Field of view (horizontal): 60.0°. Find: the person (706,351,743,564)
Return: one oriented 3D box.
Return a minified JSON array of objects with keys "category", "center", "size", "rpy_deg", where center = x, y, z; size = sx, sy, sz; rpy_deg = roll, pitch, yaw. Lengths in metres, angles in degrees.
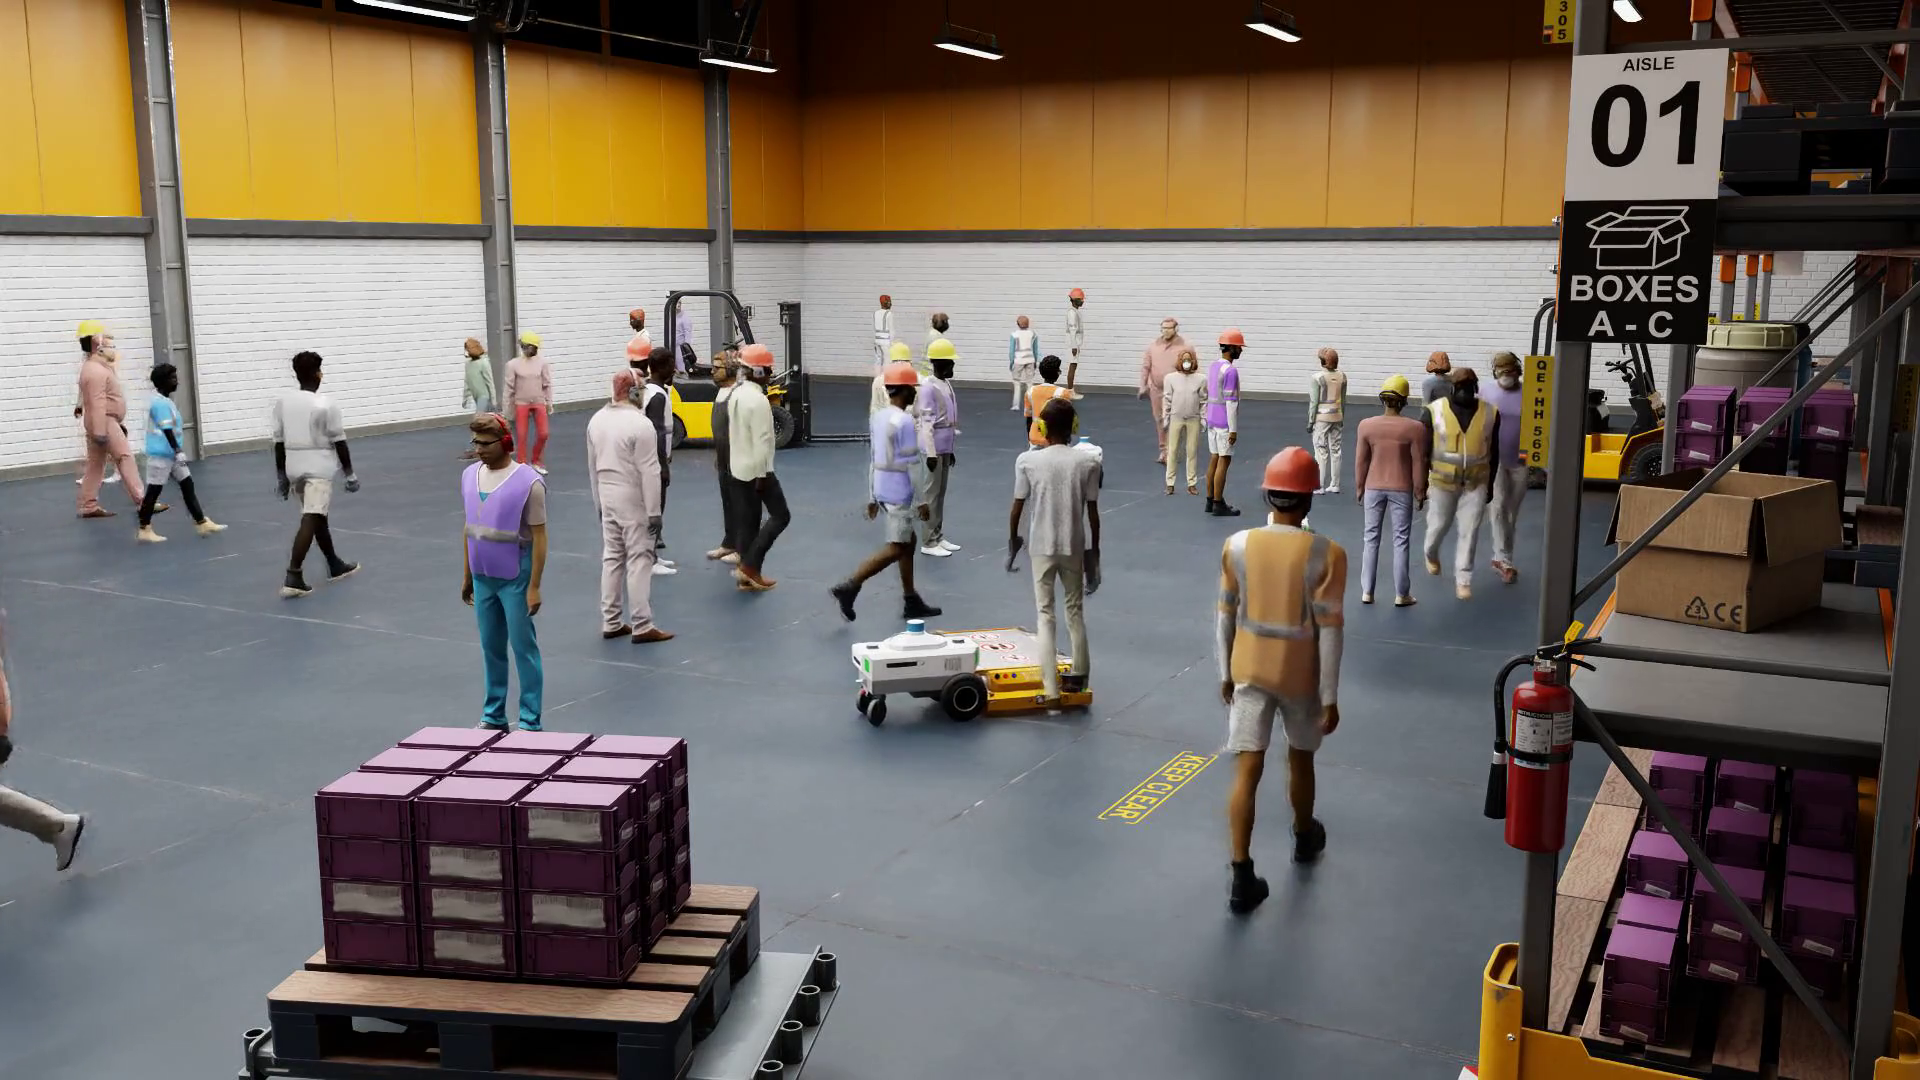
[{"category":"person","center":[-2.000,-0.717,14.445],"size":[0.343,1.847,0.507],"rpy_deg":[-6,11,-30]}]

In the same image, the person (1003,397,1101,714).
[{"category":"person","center":[0.554,0.087,9.808],"size":[0.521,1.845,0.620],"rpy_deg":[-1,10,-5]}]

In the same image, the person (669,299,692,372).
[{"category":"person","center":[-5.033,-3.344,29.473],"size":[0.640,1.910,0.407],"rpy_deg":[9,13,42]}]

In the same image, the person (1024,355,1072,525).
[{"category":"person","center":[0.873,-0.956,16.251],"size":[0.541,1.698,0.315],"rpy_deg":[7,12,37]}]

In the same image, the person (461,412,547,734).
[{"category":"person","center":[-2.476,0.217,9.059],"size":[0.563,1.838,0.389],"rpy_deg":[5,11,29]}]

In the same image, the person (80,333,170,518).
[{"category":"person","center":[-8.561,-1.158,16.936],"size":[0.895,1.874,0.647],"rpy_deg":[-6,12,-33]}]

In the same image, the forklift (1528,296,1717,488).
[{"category":"forklift","center":[7.296,-1.677,18.993],"size":[2.313,2.155,1.214],"rpy_deg":[5,11,27]}]

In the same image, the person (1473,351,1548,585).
[{"category":"person","center":[4.490,-0.590,13.569],"size":[0.729,1.883,0.839],"rpy_deg":[1,10,5]}]

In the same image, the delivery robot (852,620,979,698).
[{"category":"delivery robot","center":[-0.261,0.707,9.665],"size":[0.707,0.478,0.477],"rpy_deg":[-3,10,-16]}]

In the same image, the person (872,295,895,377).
[{"category":"person","center":[-1.455,-3.771,32.020],"size":[0.362,1.883,0.575],"rpy_deg":[-9,13,-41]}]

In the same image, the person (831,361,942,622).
[{"category":"person","center":[-0.539,-0.336,12.060],"size":[0.832,1.915,0.537],"rpy_deg":[-4,11,-23]}]

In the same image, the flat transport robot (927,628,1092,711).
[{"category":"flat transport robot","center":[0.271,0.774,10.365],"size":[0.652,0.197,1.431],"rpy_deg":[-3,10,-16]}]

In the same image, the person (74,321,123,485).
[{"category":"person","center":[-10.065,-1.578,19.270],"size":[0.606,1.897,0.811],"rpy_deg":[9,13,41]}]

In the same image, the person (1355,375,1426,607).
[{"category":"person","center":[3.285,-0.375,12.698],"size":[0.533,1.766,0.325],"rpy_deg":[5,11,27]}]

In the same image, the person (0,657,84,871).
[{"category":"person","center":[-3.952,0.729,6.742],"size":[0.521,1.606,0.706],"rpy_deg":[7,12,35]}]

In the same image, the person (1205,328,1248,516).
[{"category":"person","center":[2.734,-1.205,17.050],"size":[0.390,1.930,0.539],"rpy_deg":[-2,10,-13]}]

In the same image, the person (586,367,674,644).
[{"category":"person","center":[-2.273,-0.241,11.520],"size":[0.651,1.904,0.403],"rpy_deg":[8,13,39]}]

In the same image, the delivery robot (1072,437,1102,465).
[{"category":"delivery robot","center":[1.438,-0.947,19.240],"size":[0.477,0.478,0.707],"rpy_deg":[2,10,13]}]

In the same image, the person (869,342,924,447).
[{"category":"person","center":[-0.617,-1.127,17.006],"size":[0.594,1.799,0.927],"rpy_deg":[1,10,3]}]

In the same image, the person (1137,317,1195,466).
[{"category":"person","center":[2.582,-1.865,21.034],"size":[0.660,1.871,0.924],"rpy_deg":[4,11,24]}]

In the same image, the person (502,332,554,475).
[{"category":"person","center":[-5.197,-1.615,19.942],"size":[0.649,1.744,0.316],"rpy_deg":[-7,12,-35]}]

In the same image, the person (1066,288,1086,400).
[{"category":"person","center":[2.128,-3.586,30.490],"size":[0.379,2.041,0.614],"rpy_deg":[1,10,6]}]

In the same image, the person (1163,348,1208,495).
[{"category":"person","center":[2.503,-1.313,18.507],"size":[0.498,1.634,0.280],"rpy_deg":[0,10,1]}]

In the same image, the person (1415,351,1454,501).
[{"category":"person","center":[5.174,-1.234,18.046],"size":[0.498,1.634,0.279],"rpy_deg":[-5,11,-27]}]

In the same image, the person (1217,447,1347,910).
[{"category":"person","center":[1.354,0.548,7.019],"size":[0.561,1.884,0.980],"rpy_deg":[5,11,26]}]

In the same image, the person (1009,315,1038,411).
[{"category":"person","center":[1.092,-3.010,28.339],"size":[0.521,1.638,0.314],"rpy_deg":[-2,10,-13]}]

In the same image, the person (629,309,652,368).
[{"category":"person","center":[-4.588,-2.378,23.941],"size":[0.356,1.887,0.572],"rpy_deg":[-4,11,-21]}]

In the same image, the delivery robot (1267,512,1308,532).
[{"category":"delivery robot","center":[2.815,-0.093,14.296],"size":[0.477,0.478,0.707],"rpy_deg":[2,10,10]}]

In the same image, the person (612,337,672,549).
[{"category":"person","center":[-2.885,-0.871,15.093],"size":[0.542,1.931,0.375],"rpy_deg":[-1,10,-8]}]

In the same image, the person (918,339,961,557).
[{"category":"person","center":[-0.181,-0.827,14.843],"size":[0.370,1.929,0.585],"rpy_deg":[3,10,16]}]

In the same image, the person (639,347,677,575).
[{"category":"person","center":[-2.570,-0.664,13.988],"size":[0.401,1.906,0.602],"rpy_deg":[-2,10,-14]}]

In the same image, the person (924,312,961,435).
[{"category":"person","center":[-0.397,-2.446,24.520],"size":[0.752,1.823,0.623],"rpy_deg":[2,10,11]}]

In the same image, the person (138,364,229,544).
[{"category":"person","center":[-7.278,-0.799,15.452],"size":[0.842,1.661,0.551],"rpy_deg":[-2,10,-14]}]

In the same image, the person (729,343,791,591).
[{"category":"person","center":[-1.603,-0.560,13.153],"size":[0.433,1.982,0.618],"rpy_deg":[-6,12,-33]}]

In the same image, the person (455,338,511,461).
[{"category":"person","center":[-6.230,-1.843,21.720],"size":[0.863,1.585,0.509],"rpy_deg":[-10,14,-44]}]

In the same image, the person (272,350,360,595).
[{"category":"person","center":[-5.164,-0.543,13.266],"size":[0.602,1.919,1.021],"rpy_deg":[4,11,21]}]

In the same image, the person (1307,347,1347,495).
[{"category":"person","center":[4.082,-1.316,18.501],"size":[0.514,1.645,0.307],"rpy_deg":[-6,11,-31]}]

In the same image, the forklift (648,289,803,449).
[{"category":"forklift","center":[-3.358,-2.392,23.136],"size":[2.313,2.155,1.214],"rpy_deg":[-1,10,-5]}]

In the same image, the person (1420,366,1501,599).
[{"category":"person","center":[3.934,-0.480,13.193],"size":[0.630,1.817,0.774],"rpy_deg":[1,10,8]}]
